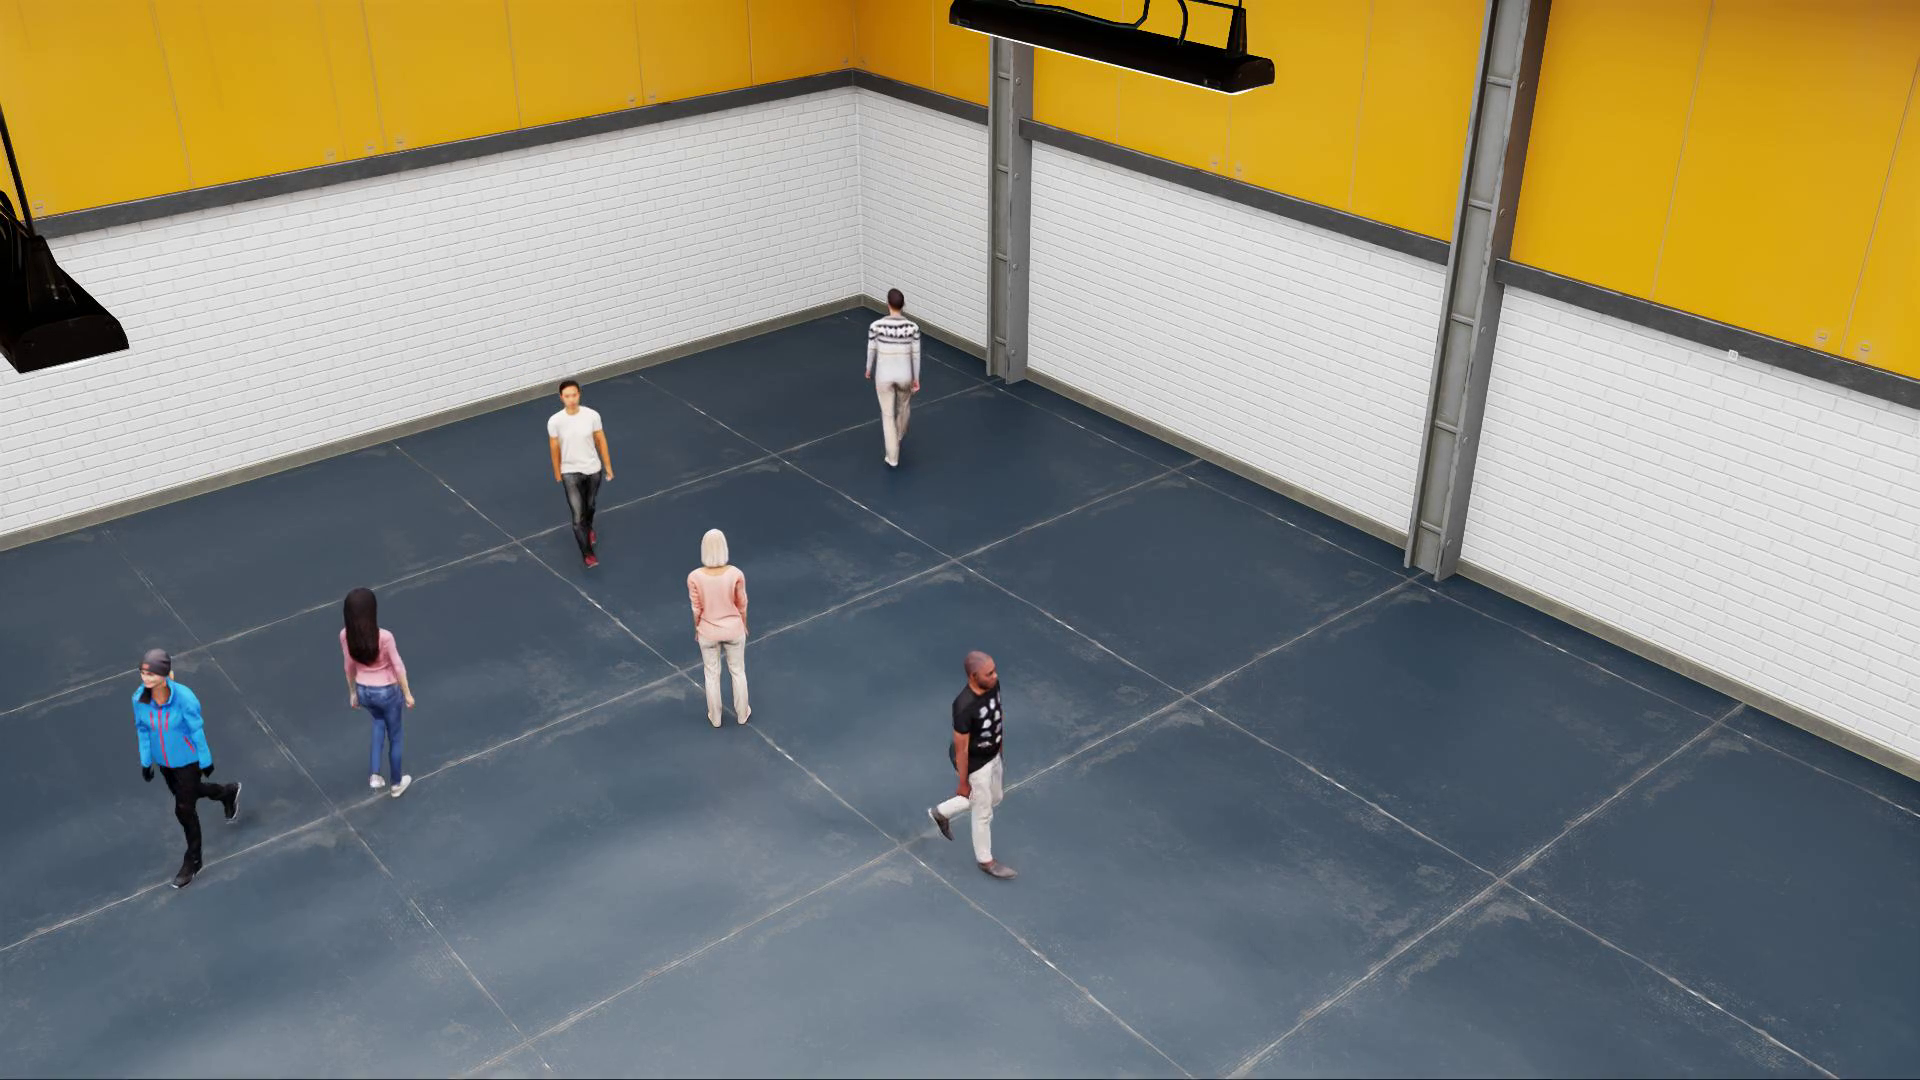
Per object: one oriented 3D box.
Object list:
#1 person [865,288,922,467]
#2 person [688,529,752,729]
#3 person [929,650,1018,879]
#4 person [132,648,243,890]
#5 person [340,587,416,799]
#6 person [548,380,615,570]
[{"bbox_3d":[-0.673,-1.638,17.167,1.075,1.819,1.293,-6,29,-10],"label":"person"},{"bbox_3d":[-1.869,0.692,12.993,0.678,1.726,0.683,-5,29,-9],"label":"person"},{"bbox_3d":[0.056,1.503,11.438,1.075,1.791,0.888,15,32,26],"label":"person"},{"bbox_3d":[-5.340,1.480,11.498,1.131,1.774,1.088,8,30,14],"label":"person"},{"bbox_3d":[-4.280,1.163,12.122,0.752,1.732,0.811,5,29,9],"label":"person"},{"bbox_3d":[-3.530,-0.675,15.472,0.859,1.752,1.218,-12,31,-22],"label":"person"}]
